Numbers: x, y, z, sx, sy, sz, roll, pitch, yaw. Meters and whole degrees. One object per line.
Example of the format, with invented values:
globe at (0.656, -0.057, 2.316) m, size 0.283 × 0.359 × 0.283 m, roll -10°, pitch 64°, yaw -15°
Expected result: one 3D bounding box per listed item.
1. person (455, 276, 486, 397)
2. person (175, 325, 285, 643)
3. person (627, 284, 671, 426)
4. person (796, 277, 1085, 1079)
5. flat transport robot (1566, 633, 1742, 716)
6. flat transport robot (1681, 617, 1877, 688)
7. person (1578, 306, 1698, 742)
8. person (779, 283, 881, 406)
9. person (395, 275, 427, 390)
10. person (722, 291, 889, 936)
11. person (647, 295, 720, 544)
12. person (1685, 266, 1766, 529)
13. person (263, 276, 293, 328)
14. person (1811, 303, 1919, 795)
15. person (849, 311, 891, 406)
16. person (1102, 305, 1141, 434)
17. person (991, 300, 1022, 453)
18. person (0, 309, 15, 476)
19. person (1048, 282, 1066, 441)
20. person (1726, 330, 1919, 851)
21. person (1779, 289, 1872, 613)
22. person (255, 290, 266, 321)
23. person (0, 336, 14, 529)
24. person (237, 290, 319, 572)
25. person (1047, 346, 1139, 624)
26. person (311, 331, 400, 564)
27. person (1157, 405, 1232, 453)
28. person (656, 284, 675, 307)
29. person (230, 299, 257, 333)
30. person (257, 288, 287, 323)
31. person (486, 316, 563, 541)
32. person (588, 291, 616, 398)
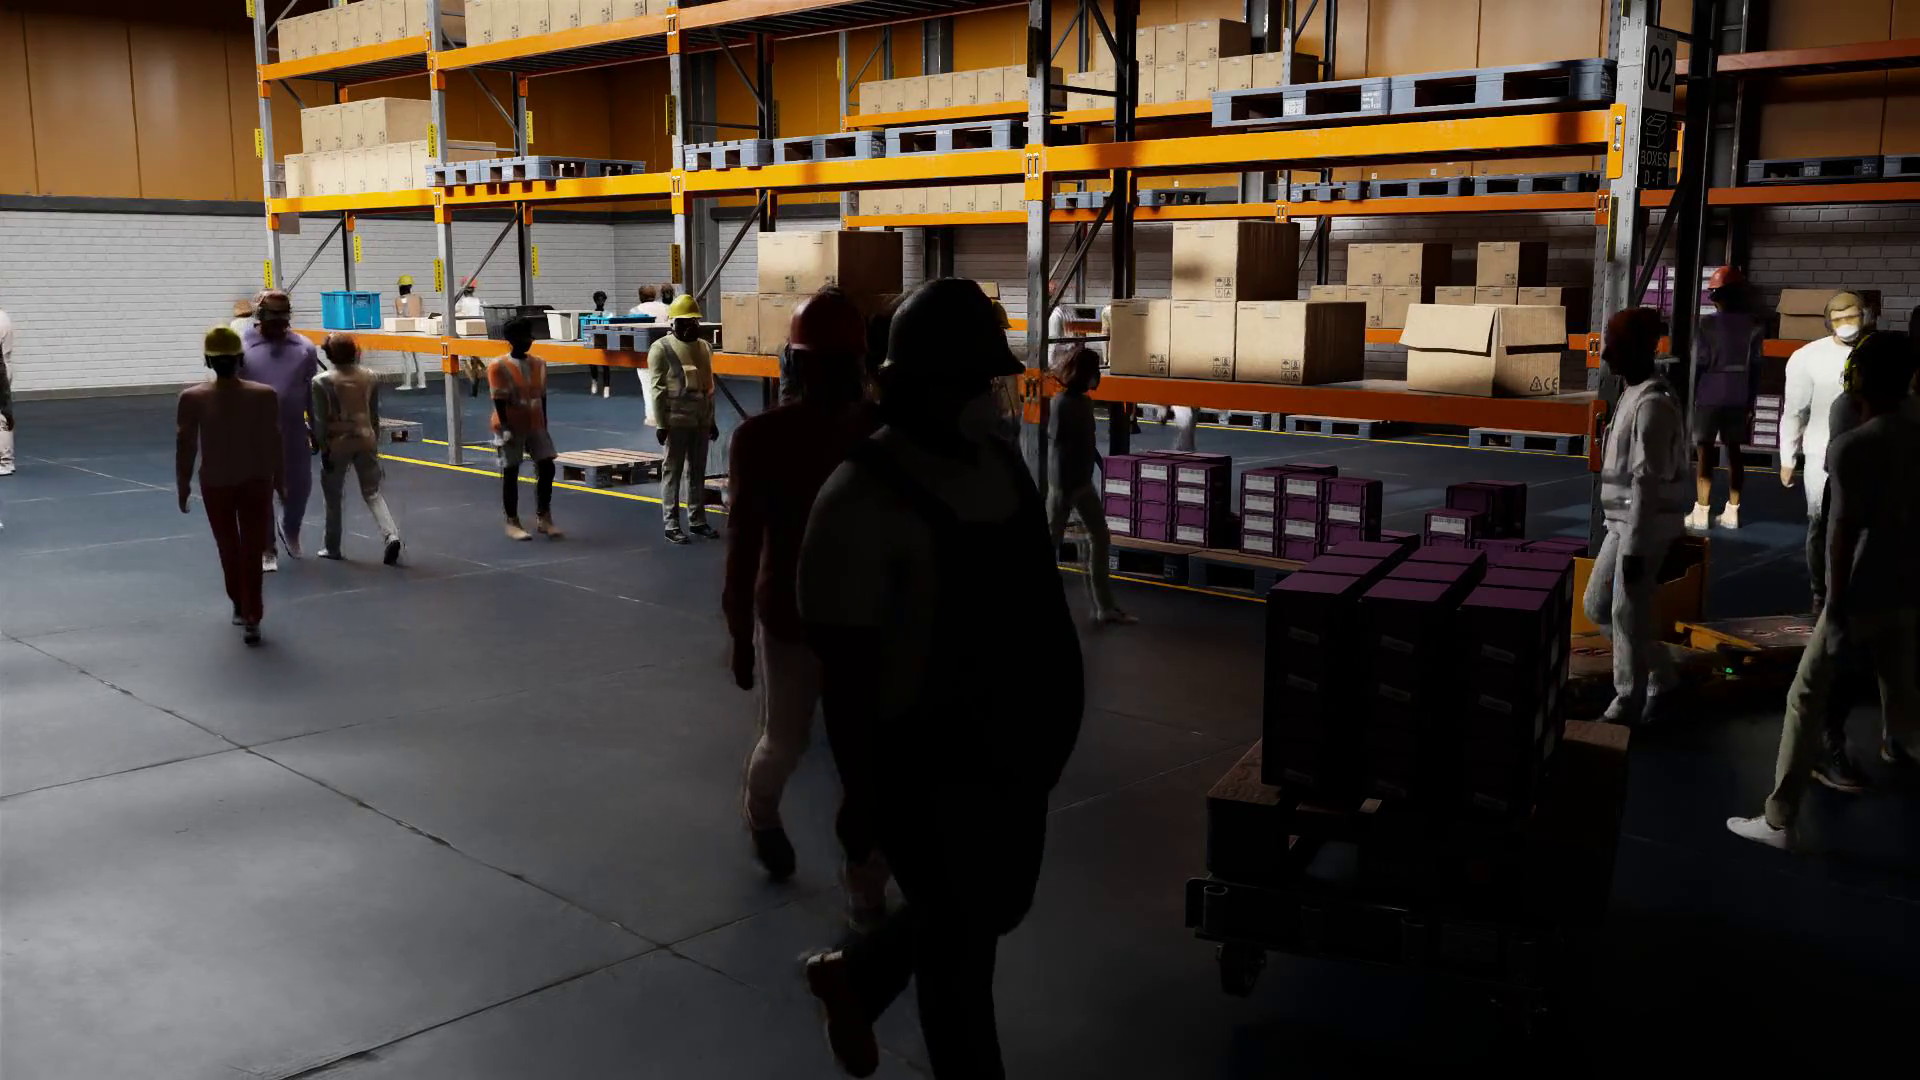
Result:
person at (-7.633, -3.159, 25.960) m, size 0.547 × 1.922 × 0.681 m, roll -6°, pitch 11°, yaw -34°
person at (-4.022, -0.322, 9.182) m, size 0.545 × 1.715 × 0.925 m, roll -3°, pitch 10°, yaw -19°
person at (-4.034, -2.392, 21.532) m, size 0.661 × 1.825 × 0.541 m, roll -6°, pitch 11°, yaw -35°
person at (-0.070, 0.410, 3.701) m, size 0.812 × 2.000 × 0.692 m, roll 6°, pitch 11°, yaw 34°
flat transport robot at (2.905, 0.627, 7.782) m, size 1.431 × 0.197 × 0.652 m, roll -5°, pitch 10°, yaw -27°
flat transport robot at (4.284, 0.538, 8.322) m, size 1.431 × 0.197 × 0.652 m, roll -2°, pitch 9°, yaw -12°
person at (2.846, -0.044, 7.009) m, size 0.413 × 1.870 × 0.624 m, roll 3°, pitch 10°, yaw 15°
person at (-0.769, -0.559, 9.954) m, size 0.635 × 1.936 × 0.355 m, roll -3°, pitch 10°, yaw -18°
person at (-9.242, -3.448, 27.835) m, size 0.544 × 1.928 × 0.618 m, roll 4°, pitch 10°, yaw 24°
person at (-0.456, 0.214, 5.161) m, size 0.630 × 1.964 × 0.917 m, roll -4°, pitch 10°, yaw -25°
person at (-2.024, -0.894, 12.333) m, size 0.404 × 1.831 × 0.600 m, roll 7°, pitch 12°, yaw 38°
person at (5.897, -1.096, 12.928) m, size 0.608 × 2.044 × 0.373 m, roll -1°, pitch 9°, yaw -7°
person at (-11.250, -3.456, 27.393) m, size 0.370 × 2.044 × 0.608 m, roll 3°, pitch 10°, yaw 18°
person at (3.736, 0.000, 6.631) m, size 0.639 × 1.922 × 0.735 m, roll 0°, pitch 9°, yaw 2°
person at (-0.496, -0.315, 8.881) m, size 0.891 × 1.805 × 0.629 m, roll 4°, pitch 10°, yaw 21°
person at (2.009, -2.264, 20.395) m, size 0.545 × 1.942 × 0.353 m, roll 2°, pitch 9°, yaw 13°
person at (0.188, -0.618, 10.676) m, size 0.403 × 1.826 × 0.596 m, roll 8°, pitch 12°, yaw 42°
person at (-9.488, -1.568, 16.267) m, size 0.398 × 1.904 × 0.646 m, roll -3°, pitch 10°, yaw -18°
person at (1.085, -2.079, 19.467) m, size 0.459 × 1.866 × 0.592 m, roll 0°, pitch 9°, yaw 0°
person at (3.062, 0.223, 5.505) m, size 0.500 × 1.835 × 0.899 m, roll -3°, pitch 10°, yaw -19°
person at (5.062, -0.483, 9.578) m, size 0.669 × 1.907 × 0.613 m, roll 3°, pitch 10°, yaw 19°
person at (-8.630, -2.243, 20.840) m, size 0.533 × 1.754 × 0.358 m, roll 5°, pitch 10°, yaw 27°
person at (-7.847, -1.047, 13.135) m, size 0.933 × 1.885 × 0.601 m, roll 7°, pitch 11°, yaw 36°
person at (-4.627, -0.730, 11.180) m, size 0.690 × 1.886 × 0.448 m, roll -6°, pitch 11°, yaw -32°
person at (0.588, -0.315, 9.512) m, size 0.825 × 1.594 × 0.507 m, roll 5°, pitch 10°, yaw 28°
person at (-4.167, -0.633, 11.419) m, size 0.773 × 1.606 × 0.512 m, roll 9°, pitch 13°, yaw 43°
person at (1.966, -1.141, 13.875) m, size 0.544 × 1.821 × 0.953 m, roll -5°, pitch 11°, yaw -29°
person at (-4.527, -3.064, 25.788) m, size 0.646 × 1.789 × 0.977 m, roll -2°, pitch 9°, yaw -11°
person at (-9.726, -2.494, 22.828) m, size 0.625 × 1.617 × 0.503 m, roll 3°, pitch 10°, yaw 20°
person at (-8.484, -2.226, 20.627) m, size 0.913 × 1.786 × 0.681 m, roll -1°, pitch 9°, yaw -5°
person at (-3.219, -0.810, 12.280) m, size 0.520 × 1.676 × 0.541 m, roll 9°, pitch 13°, yaw 43°
person at (-5.640, -3.068, 26.097) m, size 0.545 × 1.682 × 0.404 m, roll -2°, pitch 10°, yaw -15°
